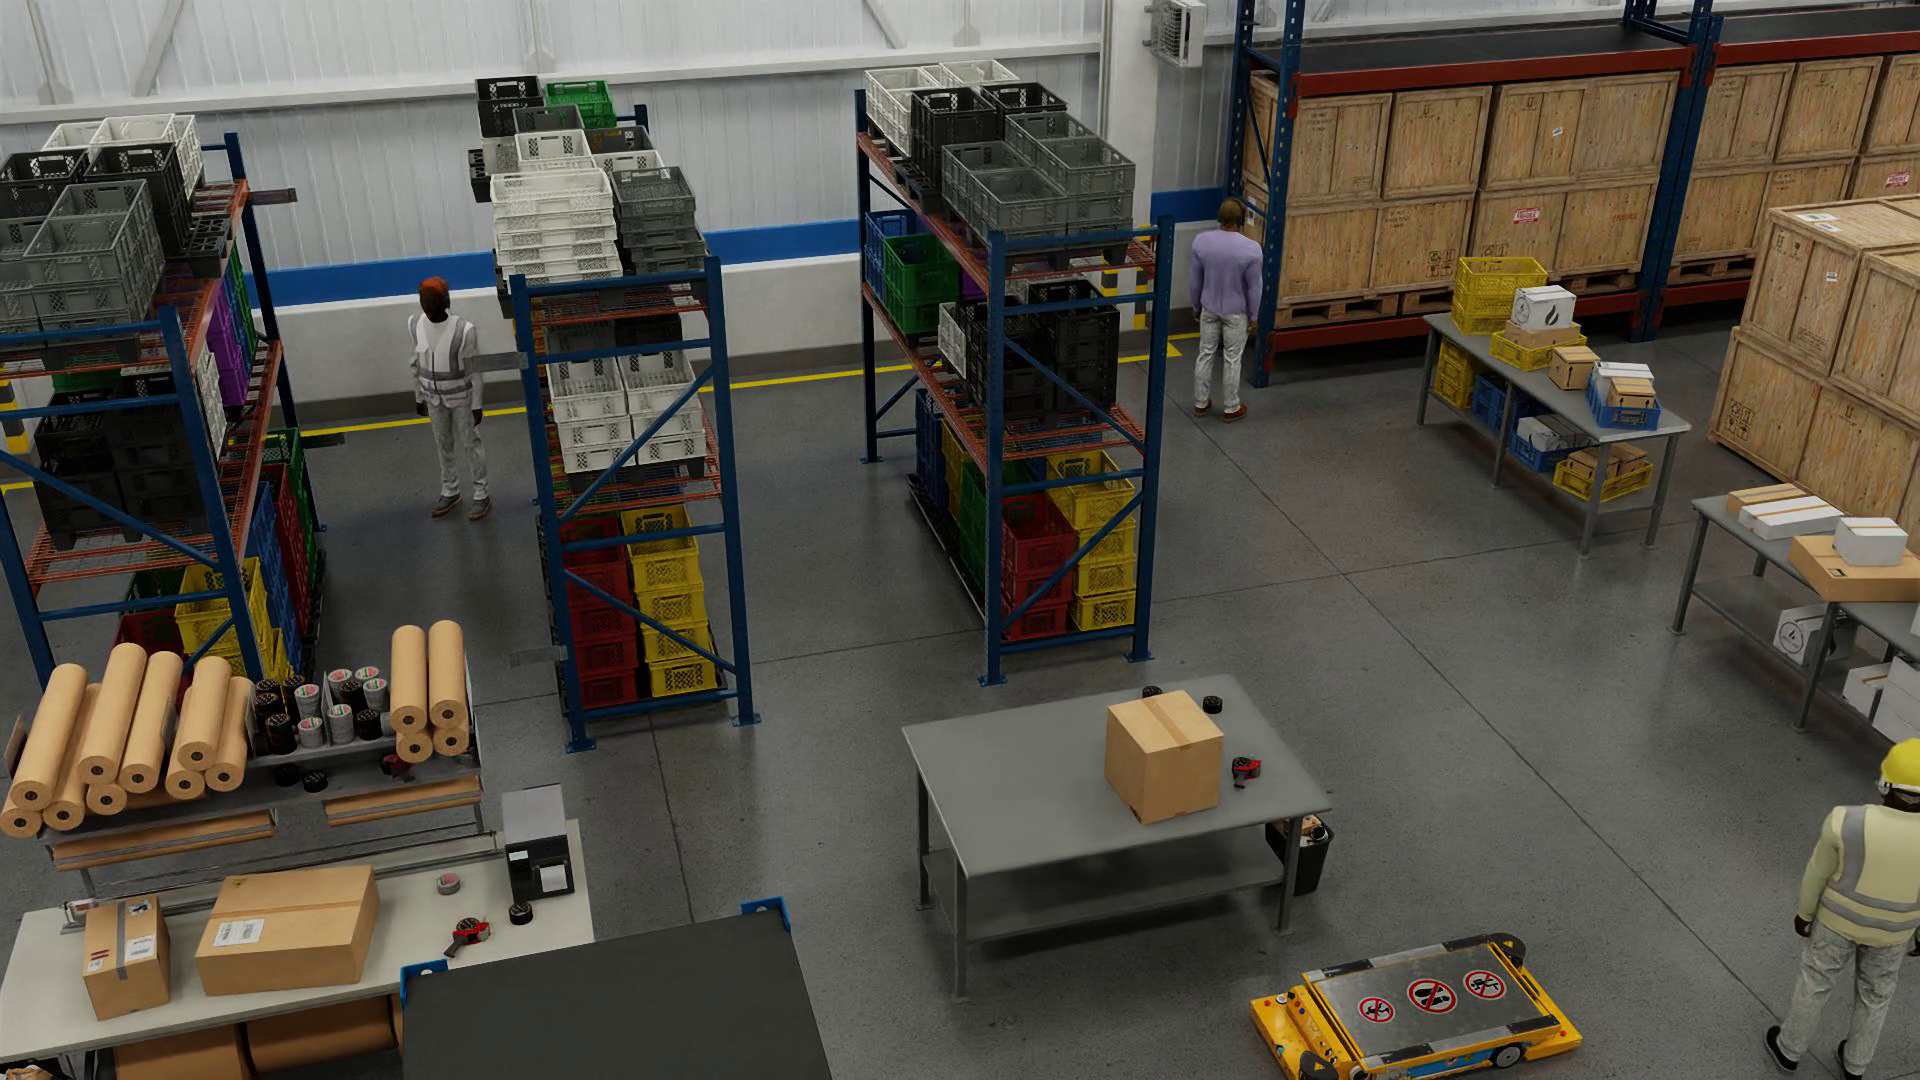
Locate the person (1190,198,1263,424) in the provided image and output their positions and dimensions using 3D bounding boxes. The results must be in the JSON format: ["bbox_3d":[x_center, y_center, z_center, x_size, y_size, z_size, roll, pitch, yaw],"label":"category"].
[{"bbox_3d":[2.213,-1.920,13.907,0.631,1.940,0.372,16,32,26],"label":"person"}]

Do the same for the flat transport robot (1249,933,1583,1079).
[{"bbox_3d":[2.184,2.282,7.980,1.431,0.197,0.652,-8,30,-14],"label":"flat transport robot"}]

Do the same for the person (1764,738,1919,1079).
[{"bbox_3d":[4.073,1.681,7.473,0.591,1.823,0.403,9,30,15],"label":"person"}]

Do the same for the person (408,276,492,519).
[{"bbox_3d":[-3.807,-1.054,12.387,0.576,1.885,0.355,7,30,13],"label":"person"}]
